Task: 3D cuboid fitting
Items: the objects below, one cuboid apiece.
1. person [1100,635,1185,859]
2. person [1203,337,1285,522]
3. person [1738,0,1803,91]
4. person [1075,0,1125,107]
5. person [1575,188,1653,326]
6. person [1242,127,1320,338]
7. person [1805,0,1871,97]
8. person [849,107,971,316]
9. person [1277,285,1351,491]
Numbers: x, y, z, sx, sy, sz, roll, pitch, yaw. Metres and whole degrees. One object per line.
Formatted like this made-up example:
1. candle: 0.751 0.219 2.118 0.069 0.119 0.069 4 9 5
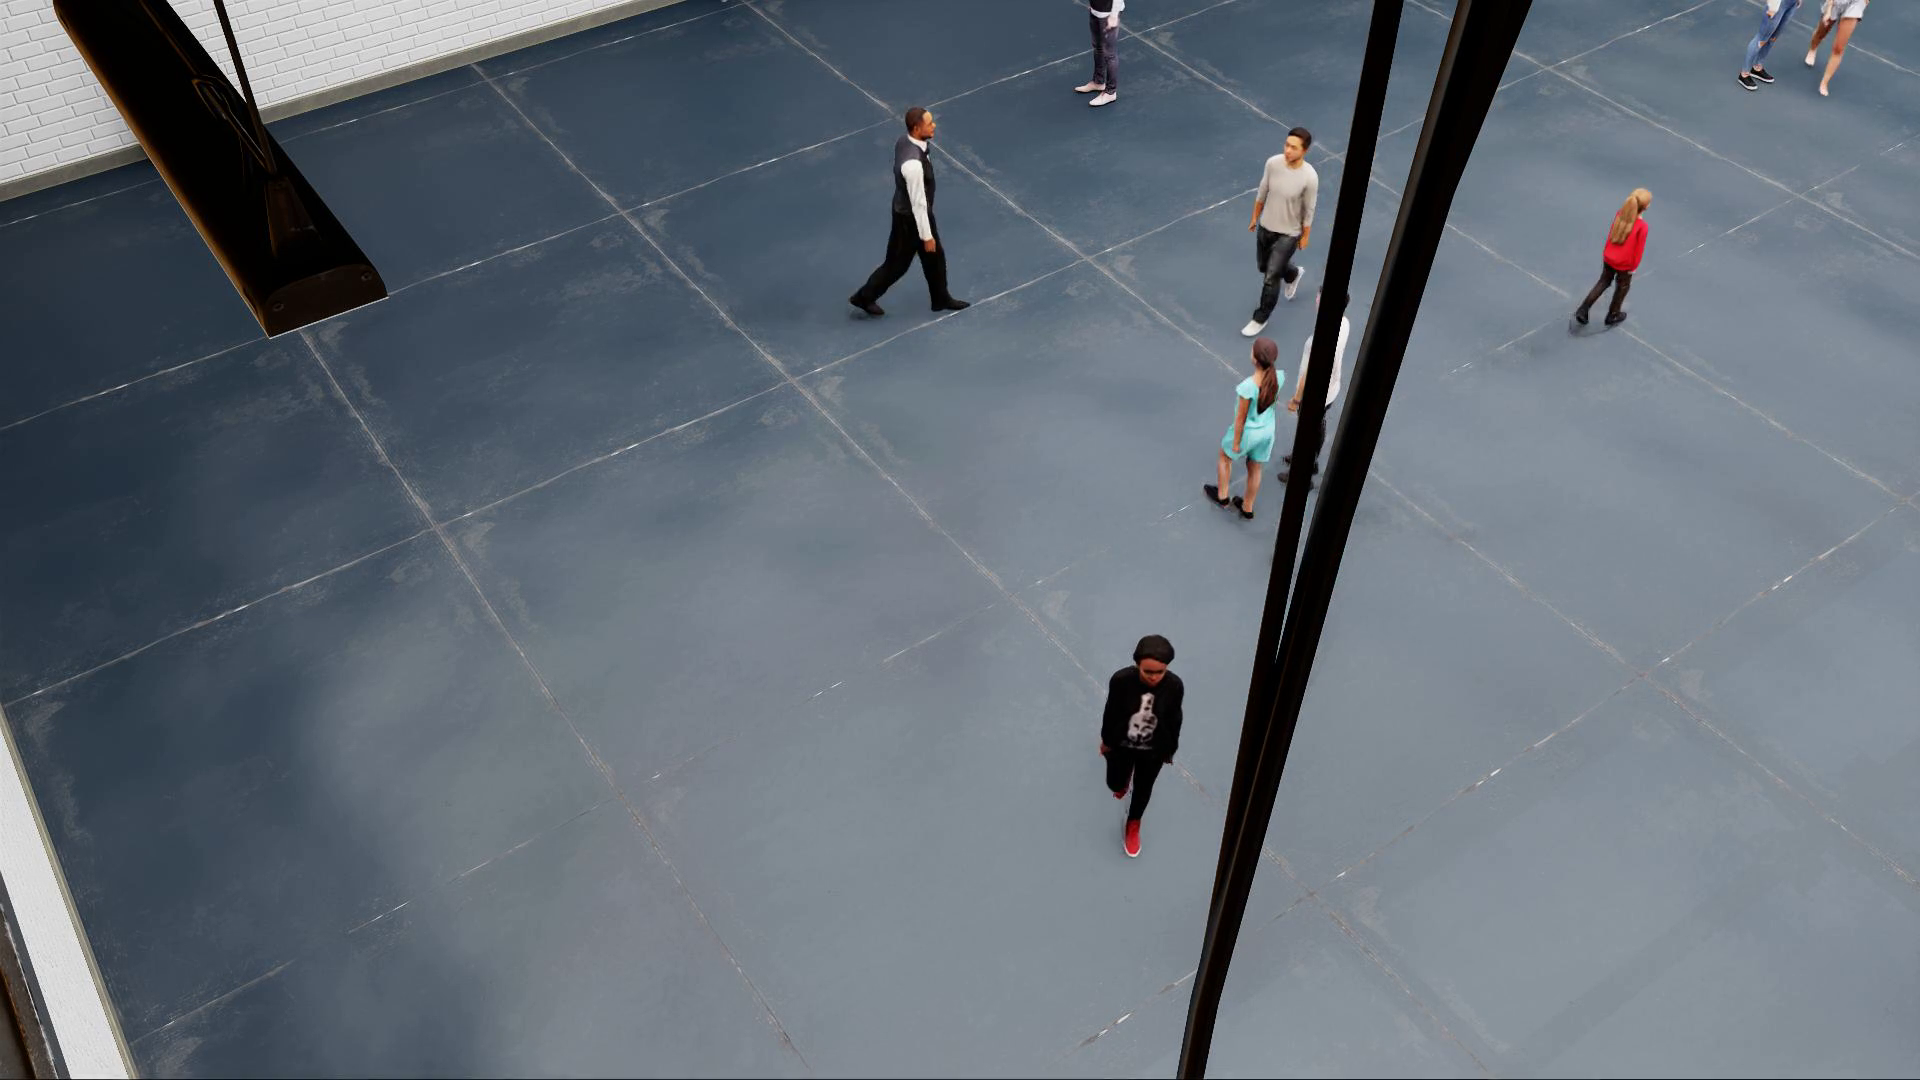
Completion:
1. person: 1.032 1.105 9.604 0.874 1.662 0.923 5 44 5
2. person: 2.085 -0.735 11.617 0.673 1.550 0.694 -16 46 -16
3. person: 8.049 -5.261 16.266 0.491 1.692 0.687 -23 48 -22
4. person: 1.396 -5.087 15.988 0.673 1.823 0.743 -15 46 -16
5. person: 5.281 -2.251 13.409 0.772 1.273 0.541 -22 48 -21
6. person: 2.615 -2.526 13.321 0.765 1.794 1.065 34 53 30
7. person: 8.682 -5.267 16.356 0.989 1.575 1.134 14 45 14
8. person: -0.483 -2.570 13.298 1.345 1.888 1.151 -1 44 -1
9. person: 2.564 -1.080 11.858 0.782 1.718 0.647 19 47 19
